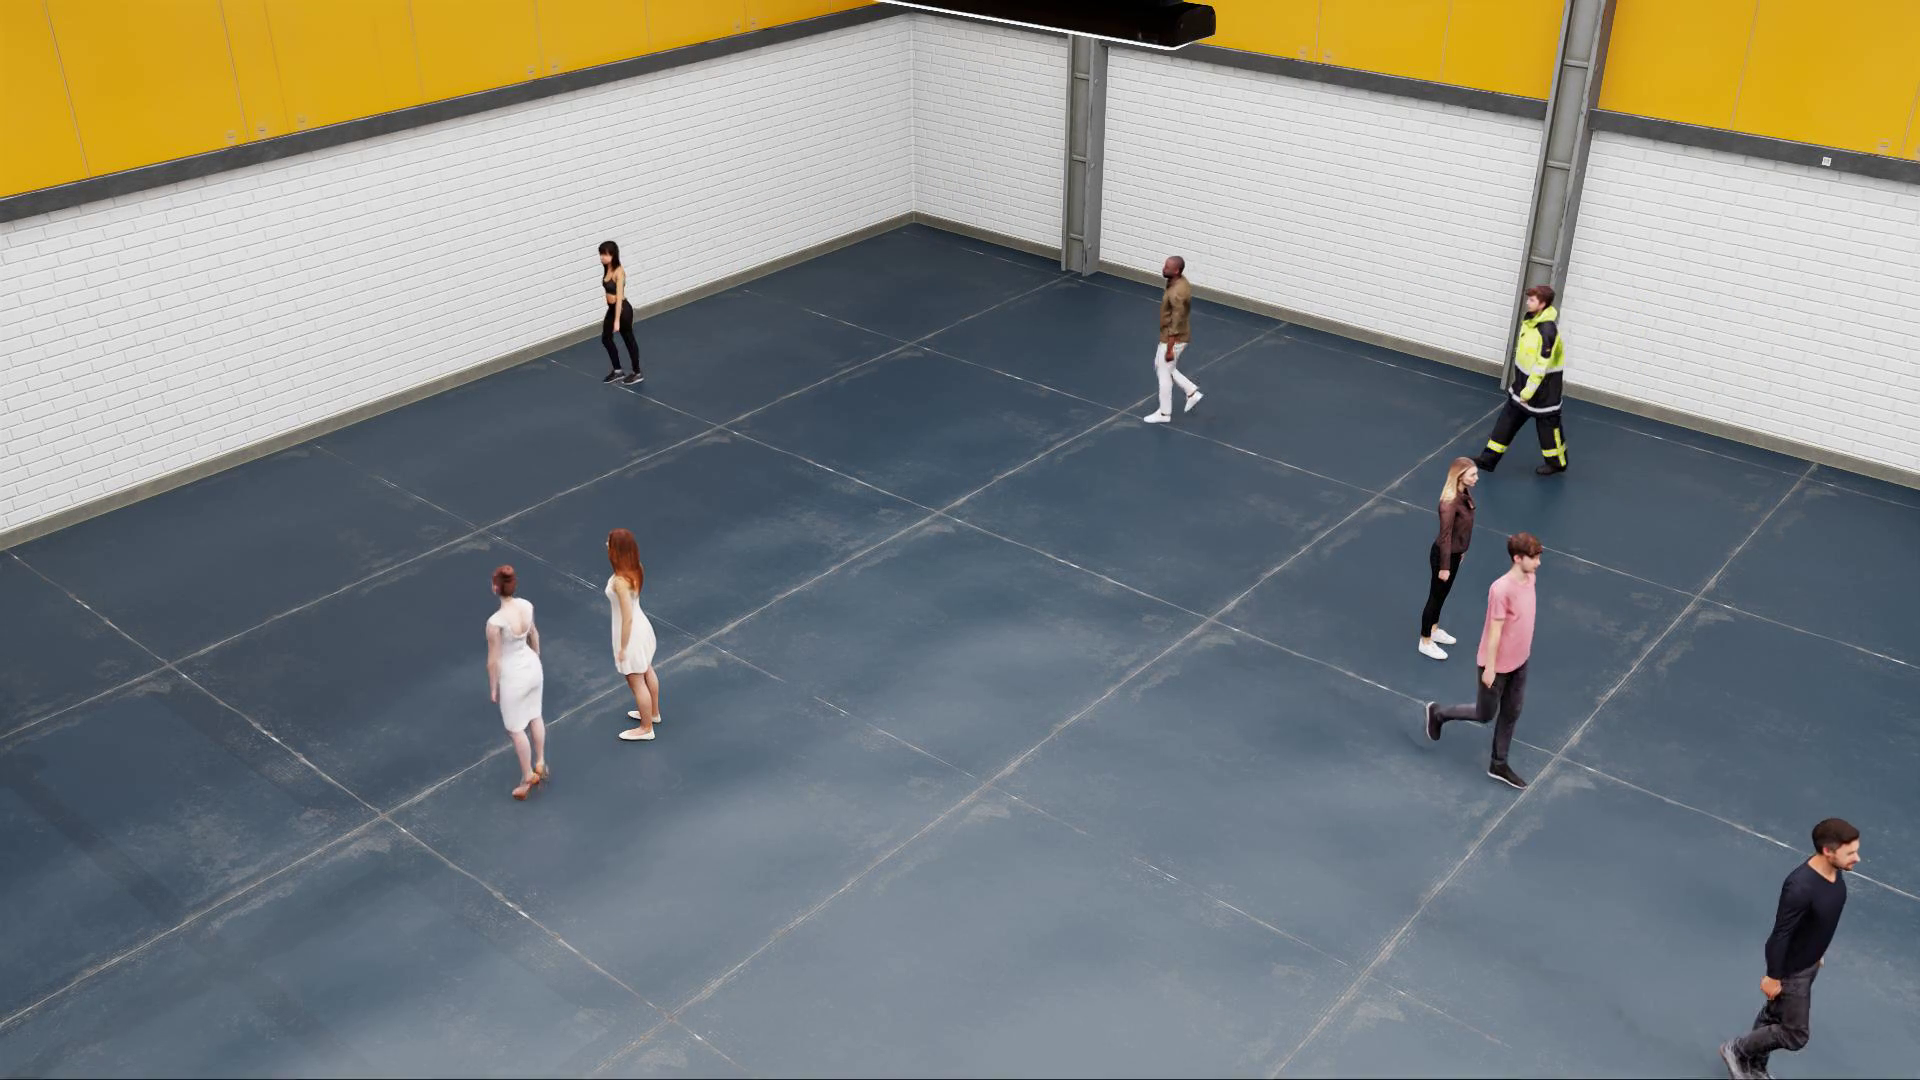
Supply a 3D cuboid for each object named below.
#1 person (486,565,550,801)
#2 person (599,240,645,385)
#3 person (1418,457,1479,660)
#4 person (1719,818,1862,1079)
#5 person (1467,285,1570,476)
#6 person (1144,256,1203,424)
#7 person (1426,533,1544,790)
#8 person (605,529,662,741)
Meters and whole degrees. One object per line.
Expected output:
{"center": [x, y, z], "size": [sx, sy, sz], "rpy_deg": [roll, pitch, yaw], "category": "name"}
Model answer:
{"center": [-3.028, 0.975, 11.474], "size": [0.551, 1.793, 0.696], "rpy_deg": [12, 31, 21], "category": "person"}
{"center": [-3.595, -2.457, 17.938], "size": [0.666, 1.628, 0.635], "rpy_deg": [-22, 36, -35], "category": "person"}
{"center": [3.851, 0.114, 13.145], "size": [0.551, 1.705, 0.634], "rpy_deg": [16, 33, 27], "category": "person"}
{"center": [4.456, 2.249, 9.066], "size": [0.696, 1.862, 0.700], "rpy_deg": [-23, 36, -35], "category": "person"}
{"center": [5.576, -1.469, 15.812], "size": [1.309, 1.929, 1.299], "rpy_deg": [-5, 29, -10], "category": "person"}
{"center": [2.240, -2.046, 16.999], "size": [1.019, 1.807, 0.953], "rpy_deg": [2, 29, 4], "category": "person"}
{"center": [3.722, 0.804, 11.634], "size": [0.723, 1.941, 1.085], "rpy_deg": [-24, 37, -37], "category": "person"}
{"center": [-2.385, 0.678, 12.105], "size": [0.681, 1.711, 0.647], "rpy_deg": [2, 29, 4], "category": "person"}
